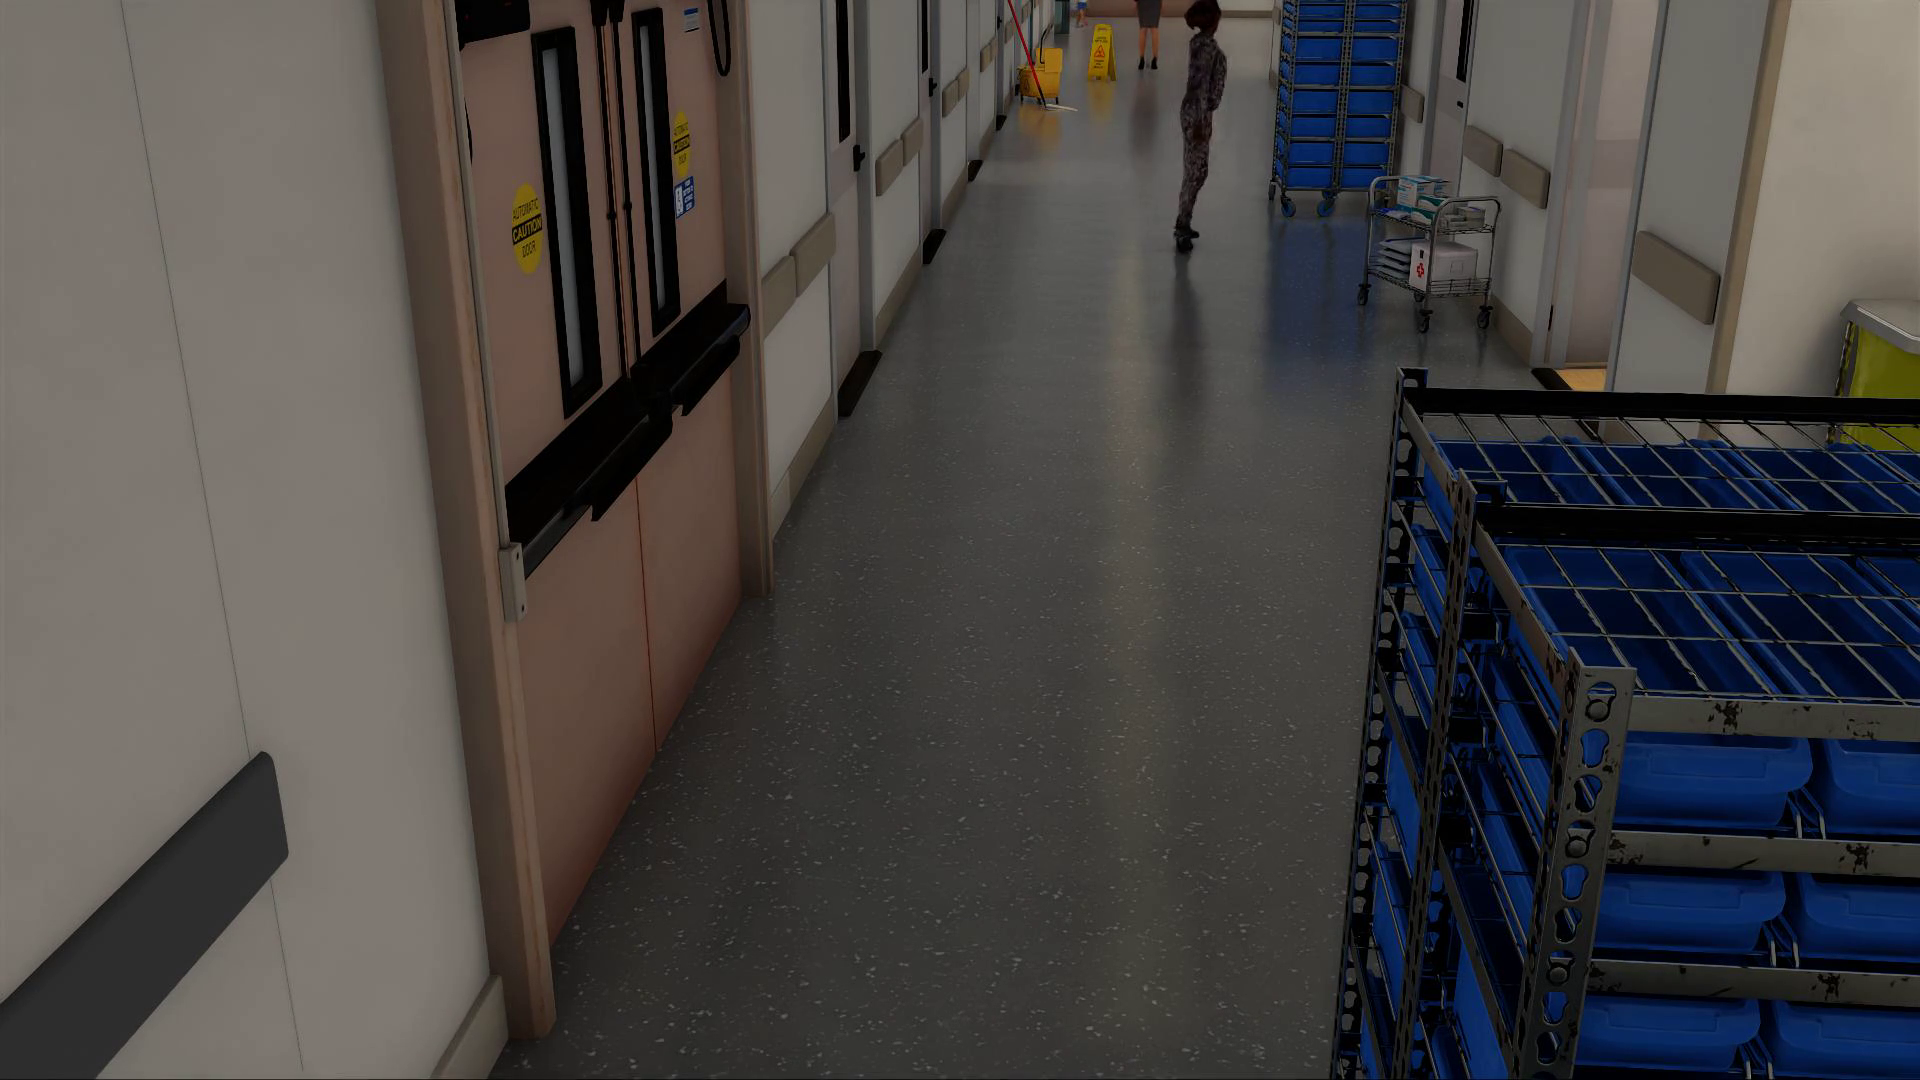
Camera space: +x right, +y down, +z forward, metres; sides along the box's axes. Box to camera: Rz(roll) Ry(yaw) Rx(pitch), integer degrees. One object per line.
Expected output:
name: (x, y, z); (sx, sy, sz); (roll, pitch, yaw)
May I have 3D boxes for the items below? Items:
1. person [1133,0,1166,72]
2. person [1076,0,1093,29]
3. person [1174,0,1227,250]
person: (2.809, -7.932, 24.683); (0.603, 1.841, 0.522); (2, 21, 4)
person: (2.418, -10.855, 33.579); (0.700, 1.005, 0.669); (18, 27, 39)
person: (1.630, -2.888, 11.572); (0.814, 1.695, 0.503); (4, 21, 11)
